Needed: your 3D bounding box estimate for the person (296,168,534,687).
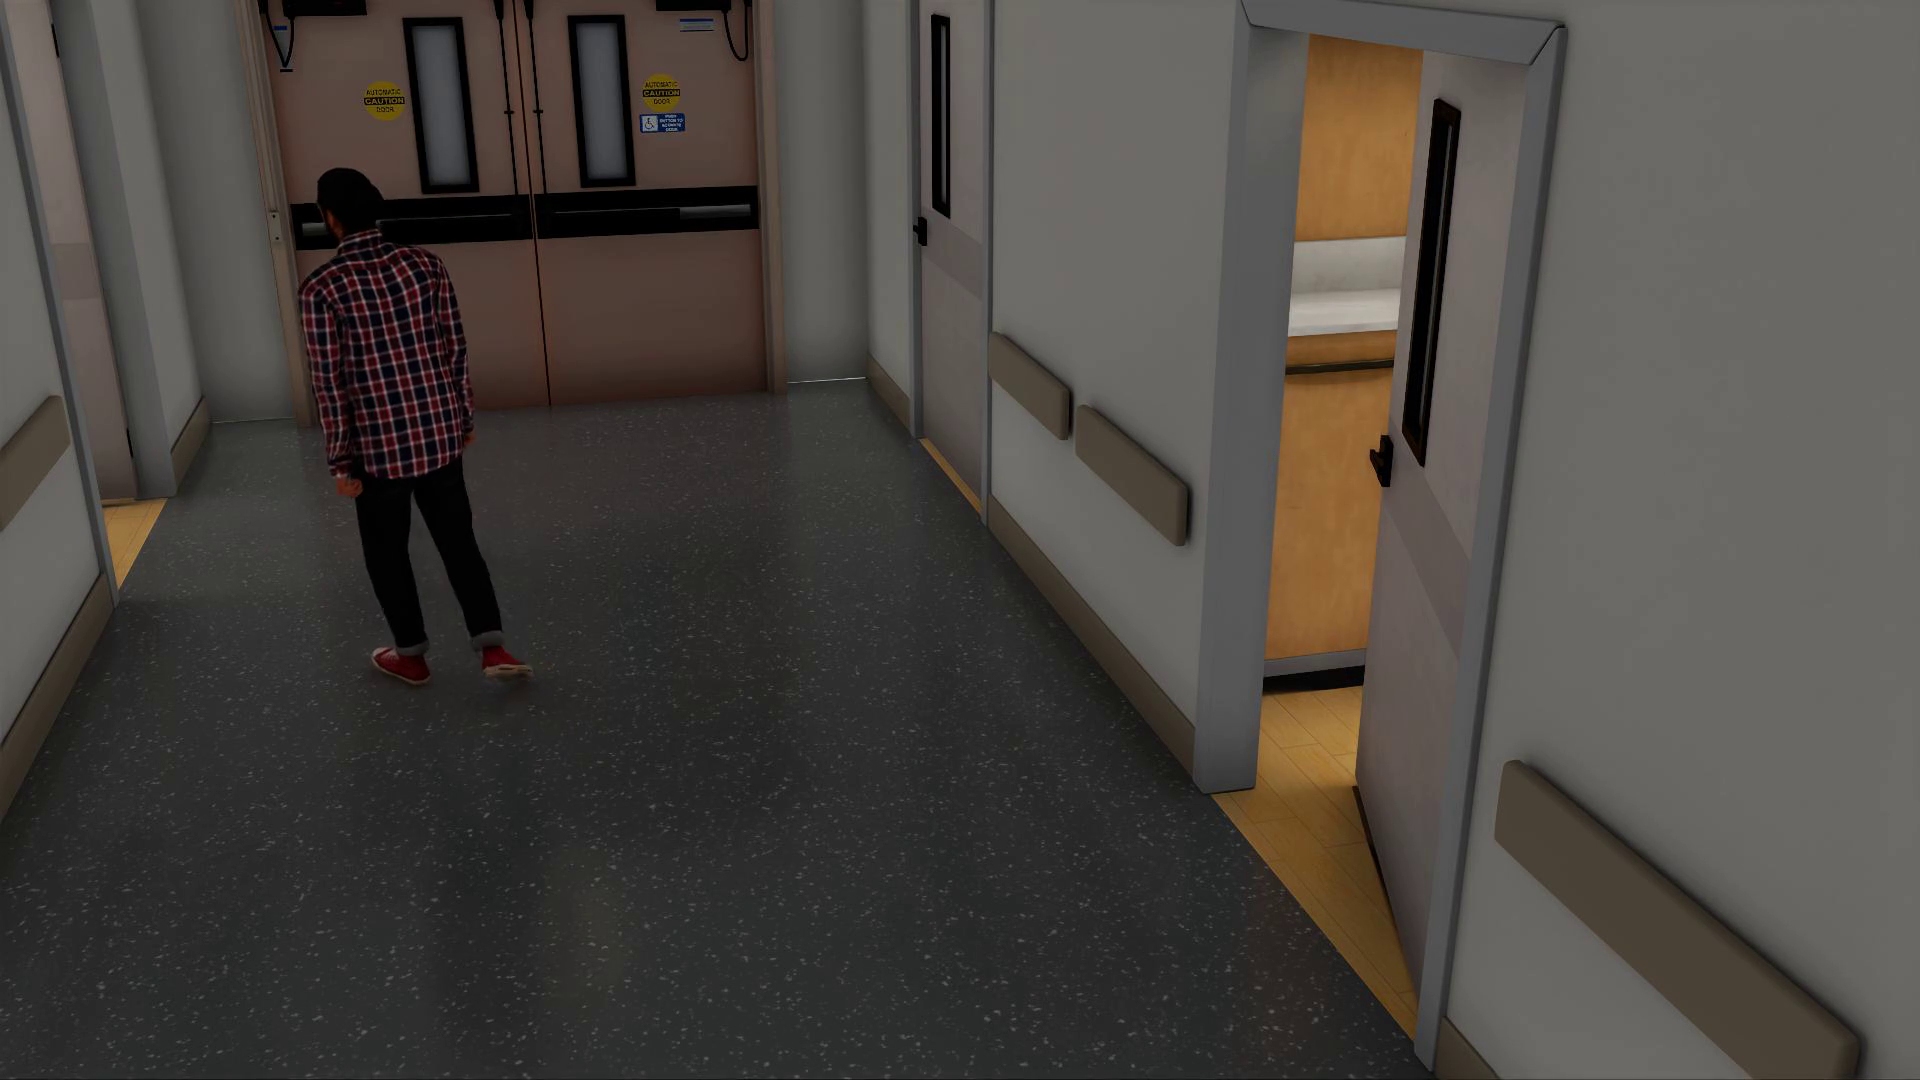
[{"bbox_3d":[-1.775,-0.313,5.404,0.917,1.739,1.015,-16,26,-36],"label":"person"}]
